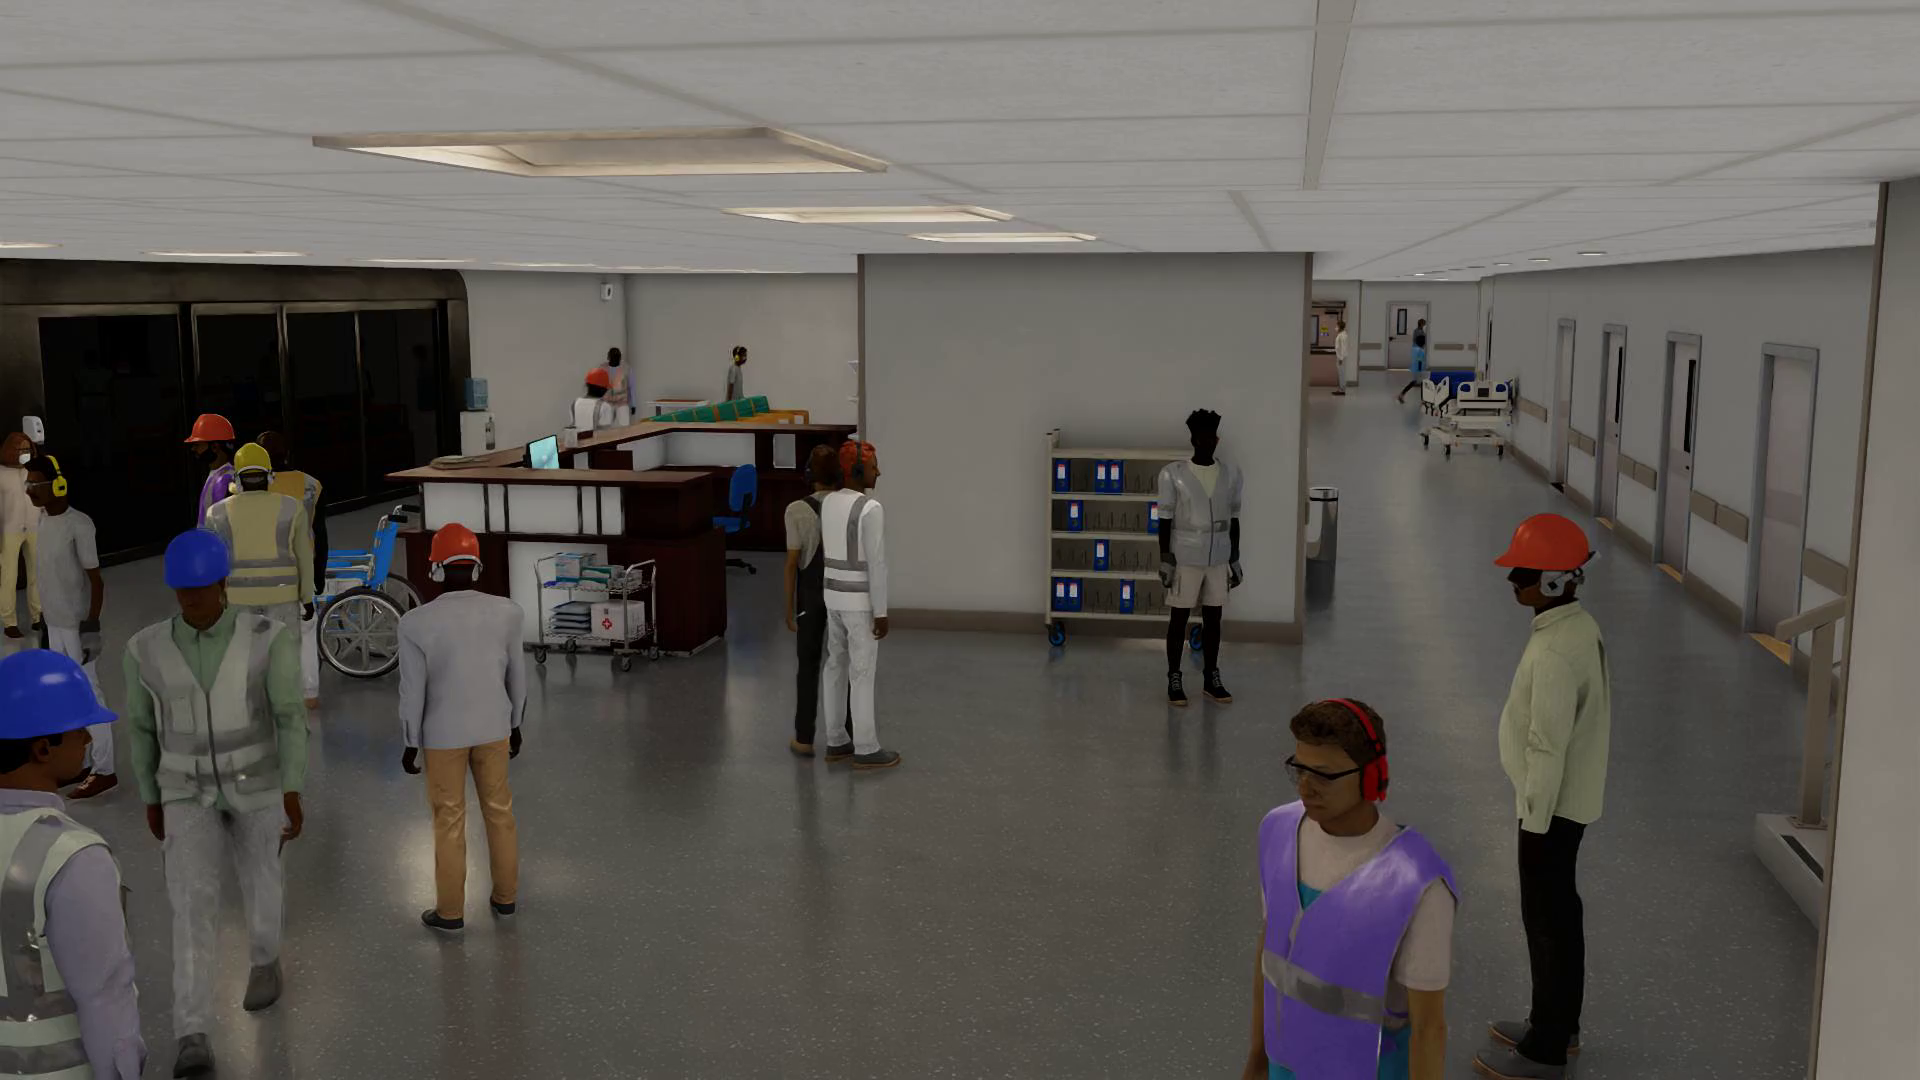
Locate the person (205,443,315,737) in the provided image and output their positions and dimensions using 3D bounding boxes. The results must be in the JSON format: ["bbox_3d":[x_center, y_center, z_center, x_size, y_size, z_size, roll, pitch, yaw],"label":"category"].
[{"bbox_3d":[-4.203,0.328,10.035,0.593,1.826,0.404,-2,9,-14],"label":"person"}]

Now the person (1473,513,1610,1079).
[{"bbox_3d":[2.016,0.894,5.746,0.400,1.989,0.616,4,9,25],"label":"person"}]

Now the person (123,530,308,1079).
[{"bbox_3d":[-2.666,0.901,5.997,0.609,1.888,1.041,-3,9,-17],"label":"person"}]

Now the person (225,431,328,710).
[{"bbox_3d":[-4.414,0.214,10.779,0.617,1.836,0.433,-6,10,-35],"label":"person"}]

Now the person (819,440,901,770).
[{"bbox_3d":[-0.605,0.370,9.550,0.360,1.882,0.575,-7,11,-39],"label":"person"}]

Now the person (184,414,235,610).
[{"bbox_3d":[-4.826,0.142,10.878,0.355,1.939,0.544,-4,10,-27],"label":"person"}]

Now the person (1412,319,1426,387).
[{"bbox_3d":[12.899,-5.253,46.734,0.385,1.928,0.636,5,10,29],"label":"person"}]

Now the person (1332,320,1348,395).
[{"bbox_3d":[9.855,-4.704,43.034,0.370,1.940,0.627,1,9,7],"label":"person"}]

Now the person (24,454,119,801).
[{"bbox_3d":[-4.811,0.465,8.966,0.534,1.868,0.309,6,10,34],"label":"person"}]

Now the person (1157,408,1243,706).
[{"bbox_3d":[1.590,0.111,10.987,0.606,1.966,0.367,-3,9,-16],"label":"person"}]

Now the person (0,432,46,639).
[{"bbox_3d":[-7.406,-0.041,13.140,0.285,1.628,0.504,5,10,32],"label":"person"}]

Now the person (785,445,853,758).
[{"bbox_3d":[-0.774,0.361,9.765,0.511,1.836,0.356,-3,9,-18],"label":"person"}]

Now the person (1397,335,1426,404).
[{"bbox_3d":[10.853,-4.056,39.631,0.782,1.669,0.537,-1,9,-4],"label":"person"}]

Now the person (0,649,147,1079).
[{"bbox_3d":[-2.059,1.207,3.775,0.616,1.946,0.392,5,10,28],"label":"person"}]

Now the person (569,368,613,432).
[{"bbox_3d":[-4.015,-0.901,17.923,0.570,1.905,0.678,4,9,24],"label":"person"}]

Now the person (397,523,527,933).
[{"bbox_3d":[-2.133,0.798,7.133,0.564,1.751,0.330,-7,11,-40],"label":"person"}]

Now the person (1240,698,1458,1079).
[{"bbox_3d":[0.871,1.259,3.829,0.466,1.834,0.570,-5,10,-30],"label":"person"}]

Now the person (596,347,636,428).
[{"bbox_3d":[-5.507,-2.155,26.506,0.689,1.834,0.431,0,9,-3],"label":"person"}]
